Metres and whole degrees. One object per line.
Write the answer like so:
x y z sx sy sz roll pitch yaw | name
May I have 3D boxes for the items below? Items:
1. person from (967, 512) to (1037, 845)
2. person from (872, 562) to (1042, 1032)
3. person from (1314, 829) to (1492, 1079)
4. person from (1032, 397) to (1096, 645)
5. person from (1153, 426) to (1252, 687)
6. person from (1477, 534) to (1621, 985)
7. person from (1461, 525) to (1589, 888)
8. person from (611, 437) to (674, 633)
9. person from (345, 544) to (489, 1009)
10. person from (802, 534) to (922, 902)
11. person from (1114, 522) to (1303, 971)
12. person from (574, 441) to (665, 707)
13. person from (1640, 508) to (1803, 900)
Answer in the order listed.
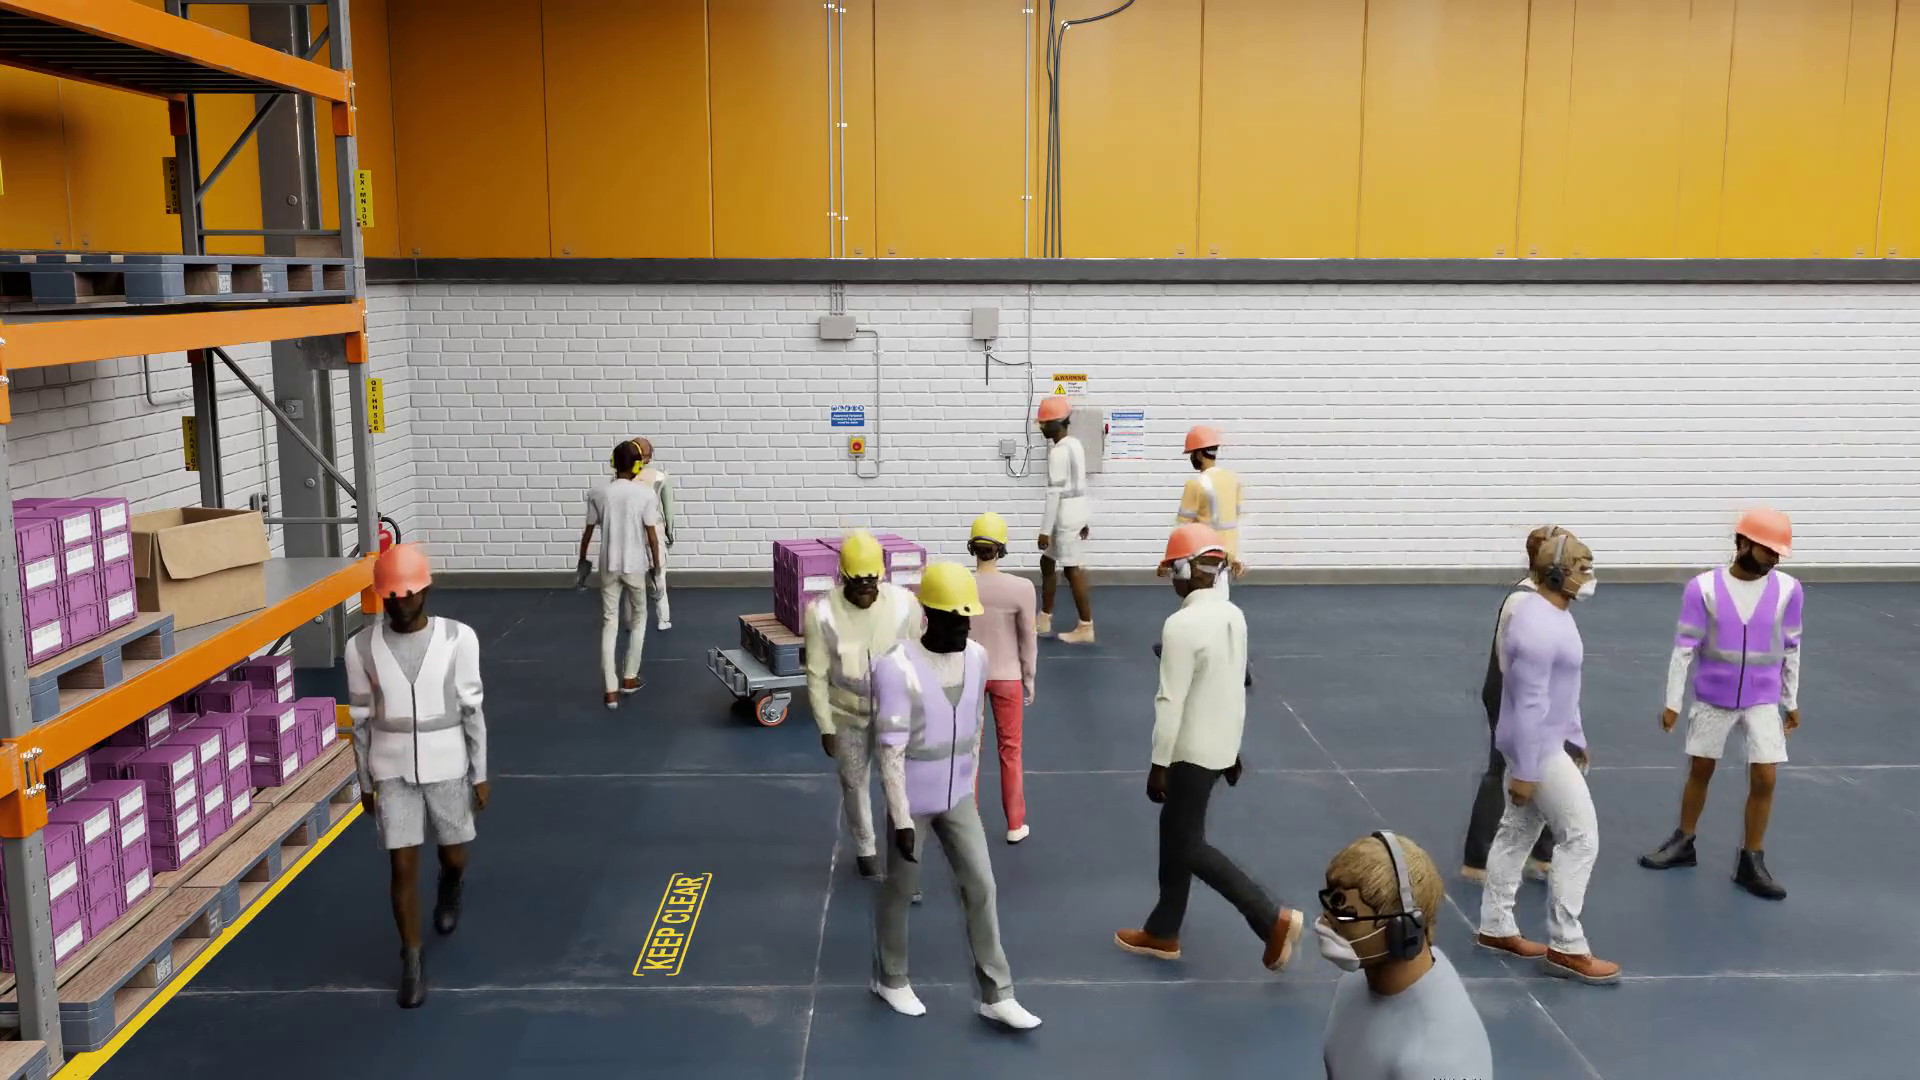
0.142 0.732 8.778 0.527 1.768 0.331 1 9 4 | person
-0.047 1.032 6.569 0.613 1.891 0.884 -8 12 -39 | person
0.898 1.528 3.435 0.390 1.926 0.637 1 9 5 | person
0.734 -0.151 13.447 0.857 2.004 0.644 3 10 15 | person
1.773 0.109 12.243 0.990 1.870 0.579 8 12 41 | person
2.611 0.927 7.145 0.744 1.917 0.633 3 10 19 | person
2.812 0.826 8.042 0.724 1.814 0.534 5 11 29 | person
-2.648 -0.037 13.886 0.523 1.636 0.311 -2 9 -9 | person
-2.291 0.938 7.075 0.555 1.915 0.748 -2 10 -14 | person
-0.430 0.851 8.018 0.636 1.778 0.786 -1 9 -8 | person
1.088 0.910 7.138 0.810 1.945 0.648 5 11 30 | person
-2.389 0.216 11.721 0.691 1.829 0.783 1 9 3 | person
3.752 0.778 8.155 0.685 1.902 0.480 3 10 20 | person
